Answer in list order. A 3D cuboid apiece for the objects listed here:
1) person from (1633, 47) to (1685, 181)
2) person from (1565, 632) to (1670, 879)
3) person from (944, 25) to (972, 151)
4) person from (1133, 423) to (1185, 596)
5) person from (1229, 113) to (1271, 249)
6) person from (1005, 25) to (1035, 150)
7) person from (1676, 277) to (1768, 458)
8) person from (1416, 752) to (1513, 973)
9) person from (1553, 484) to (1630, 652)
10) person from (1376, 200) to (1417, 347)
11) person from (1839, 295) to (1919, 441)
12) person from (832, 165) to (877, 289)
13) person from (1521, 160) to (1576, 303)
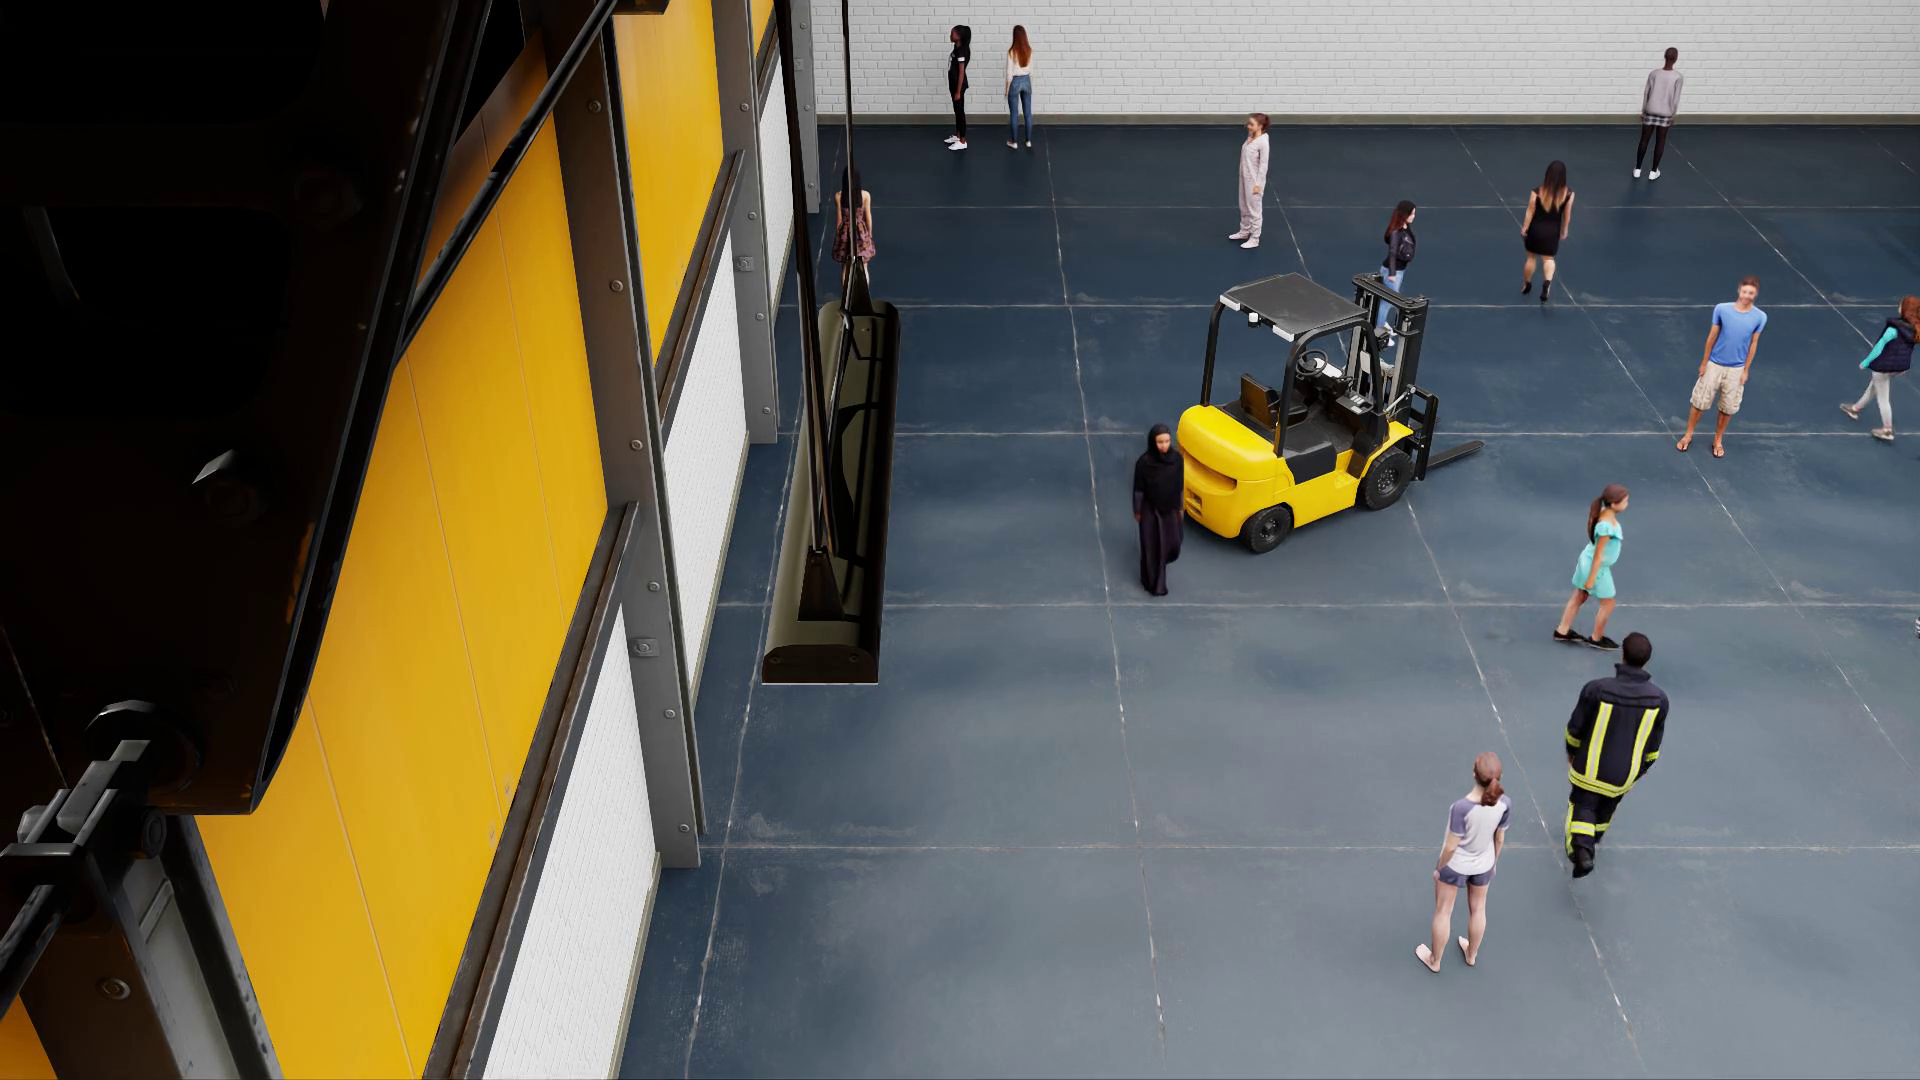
[{"bbox_3d":[9.435,-5.764,22.467,0.695,1.773,0.693,17,37,24],"label":"person"},{"bbox_3d":[4.450,1.526,11.382,0.941,1.903,1.157,8,34,12],"label":"person"},{"bbox_3d":[-0.030,-6.399,23.462,0.706,1.729,0.569,-5,34,-8],"label":"person"},{"bbox_3d":[1.718,-0.327,14.438,0.703,1.606,0.900,-6,34,-8],"label":"person"},{"bbox_3d":[3.640,-4.477,20.604,0.774,1.692,0.641,-12,36,-18],"label":"person"},{"bbox_3d":[0.845,-6.395,23.457,0.634,1.728,0.604,-11,35,-16],"label":"person"},{"bbox_3d":[7.507,-1.726,16.312,0.723,1.863,0.703,13,36,18],"label":"person"},{"bbox_3d":[3.255,2.072,10.684,0.614,1.766,0.591,-6,34,-8],"label":"person"},{"bbox_3d":[5.155,0.213,13.682,0.702,1.543,0.749,7,34,10],"label":"person"},{"bbox_3d":[4.801,-2.982,18.404,0.778,1.638,0.640,14,36,19],"label":"person"},{"bbox_3d":[9.326,-1.704,16.635,0.852,1.467,1.035,-16,37,-22],"label":"person"},{"bbox_3d":[-1.211,-3.419,18.938,0.704,1.774,0.709,-5,34,-7],"label":"person"},{"bbox_3d":[6.736,-3.499,19.127,0.734,1.699,0.933,4,34,6],"label":"person"}]
